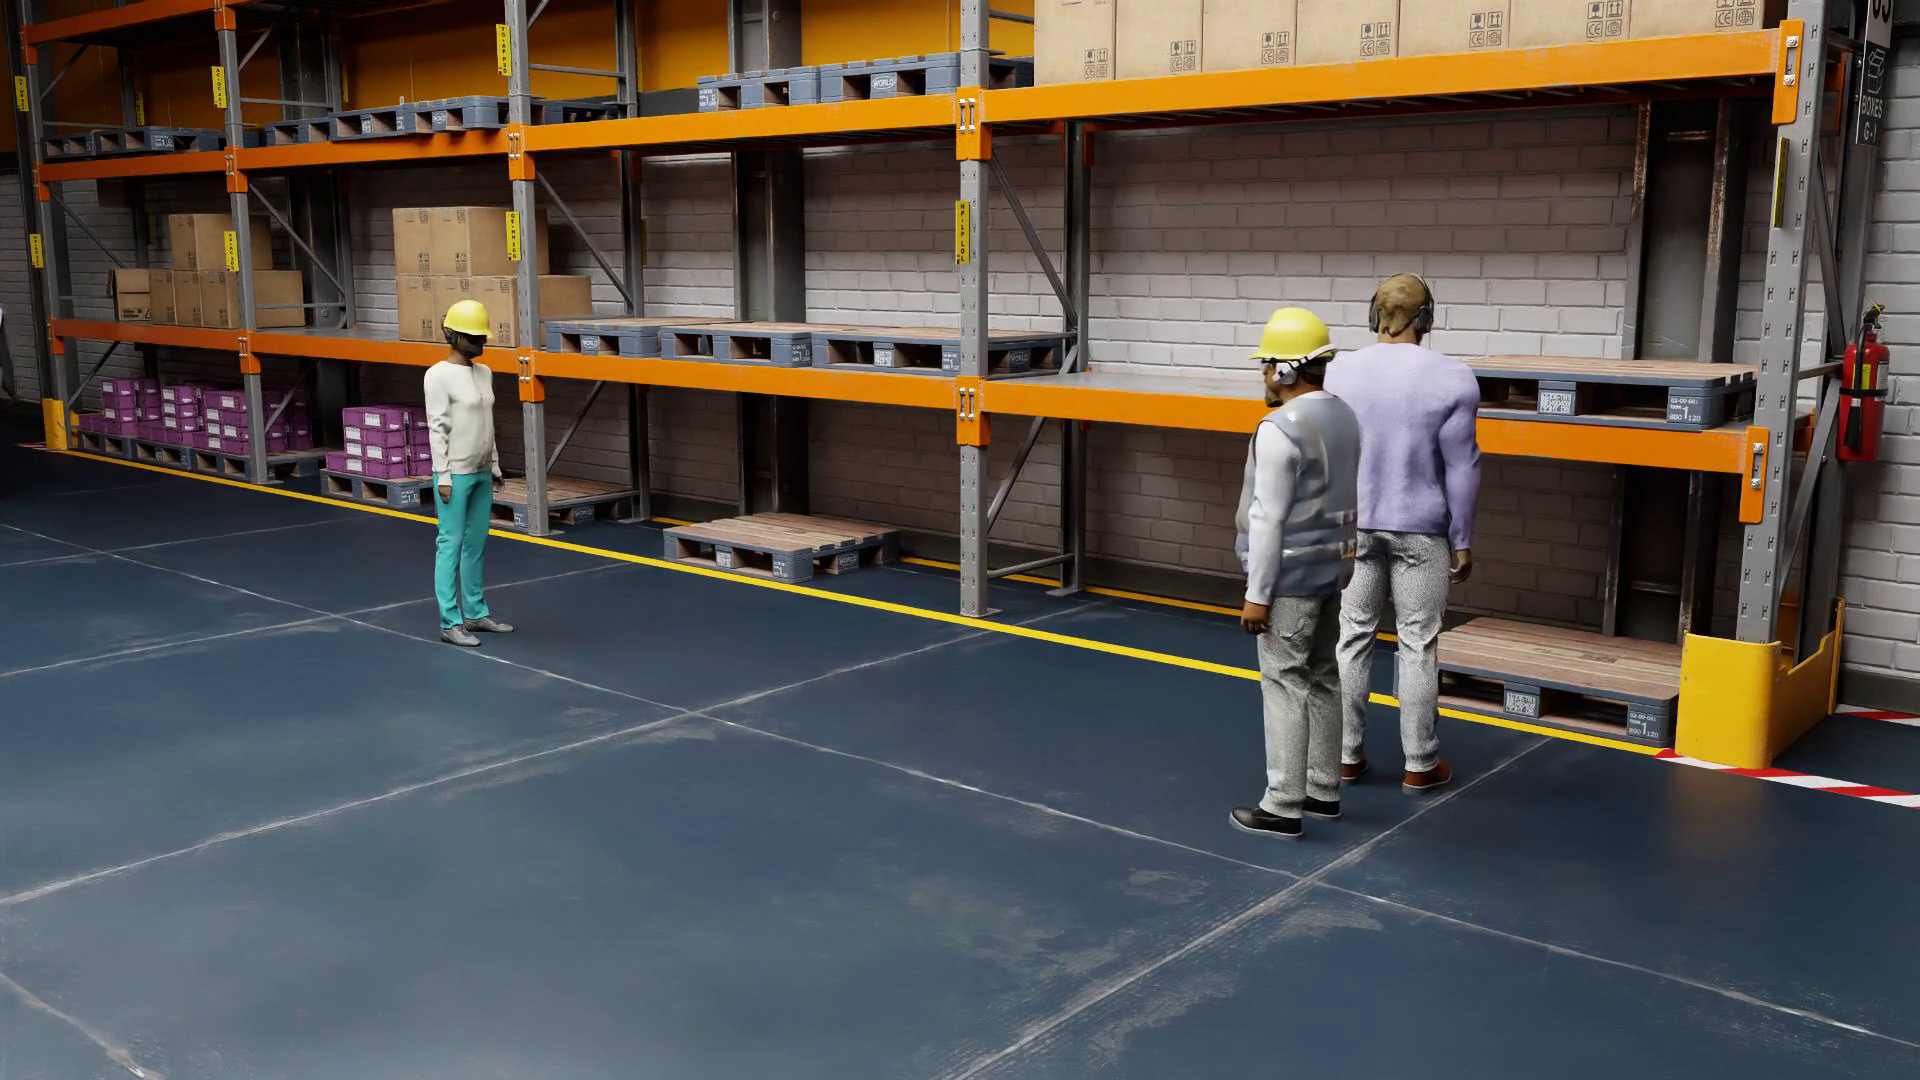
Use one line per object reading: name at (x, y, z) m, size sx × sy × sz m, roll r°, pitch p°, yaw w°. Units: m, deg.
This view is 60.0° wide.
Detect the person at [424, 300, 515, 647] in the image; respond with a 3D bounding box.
person at (-2.520, -0.345, 8.551) m, size 0.325 × 1.760 × 0.523 m, roll 3°, pitch 10°, yaw 17°

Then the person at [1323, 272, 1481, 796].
person at (1.605, -0.017, 6.185) m, size 0.627 × 1.934 × 0.372 m, roll 5°, pitch 11°, yaw 29°

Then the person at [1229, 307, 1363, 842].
person at (1.155, 0.119, 5.745) m, size 0.405 × 1.824 × 0.585 m, roll 7°, pitch 12°, yaw 36°

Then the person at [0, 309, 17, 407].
person at (-7.892, -1.230, 13.183) m, size 0.699 × 1.893 × 0.637 m, roll 7°, pitch 12°, yaw 36°
